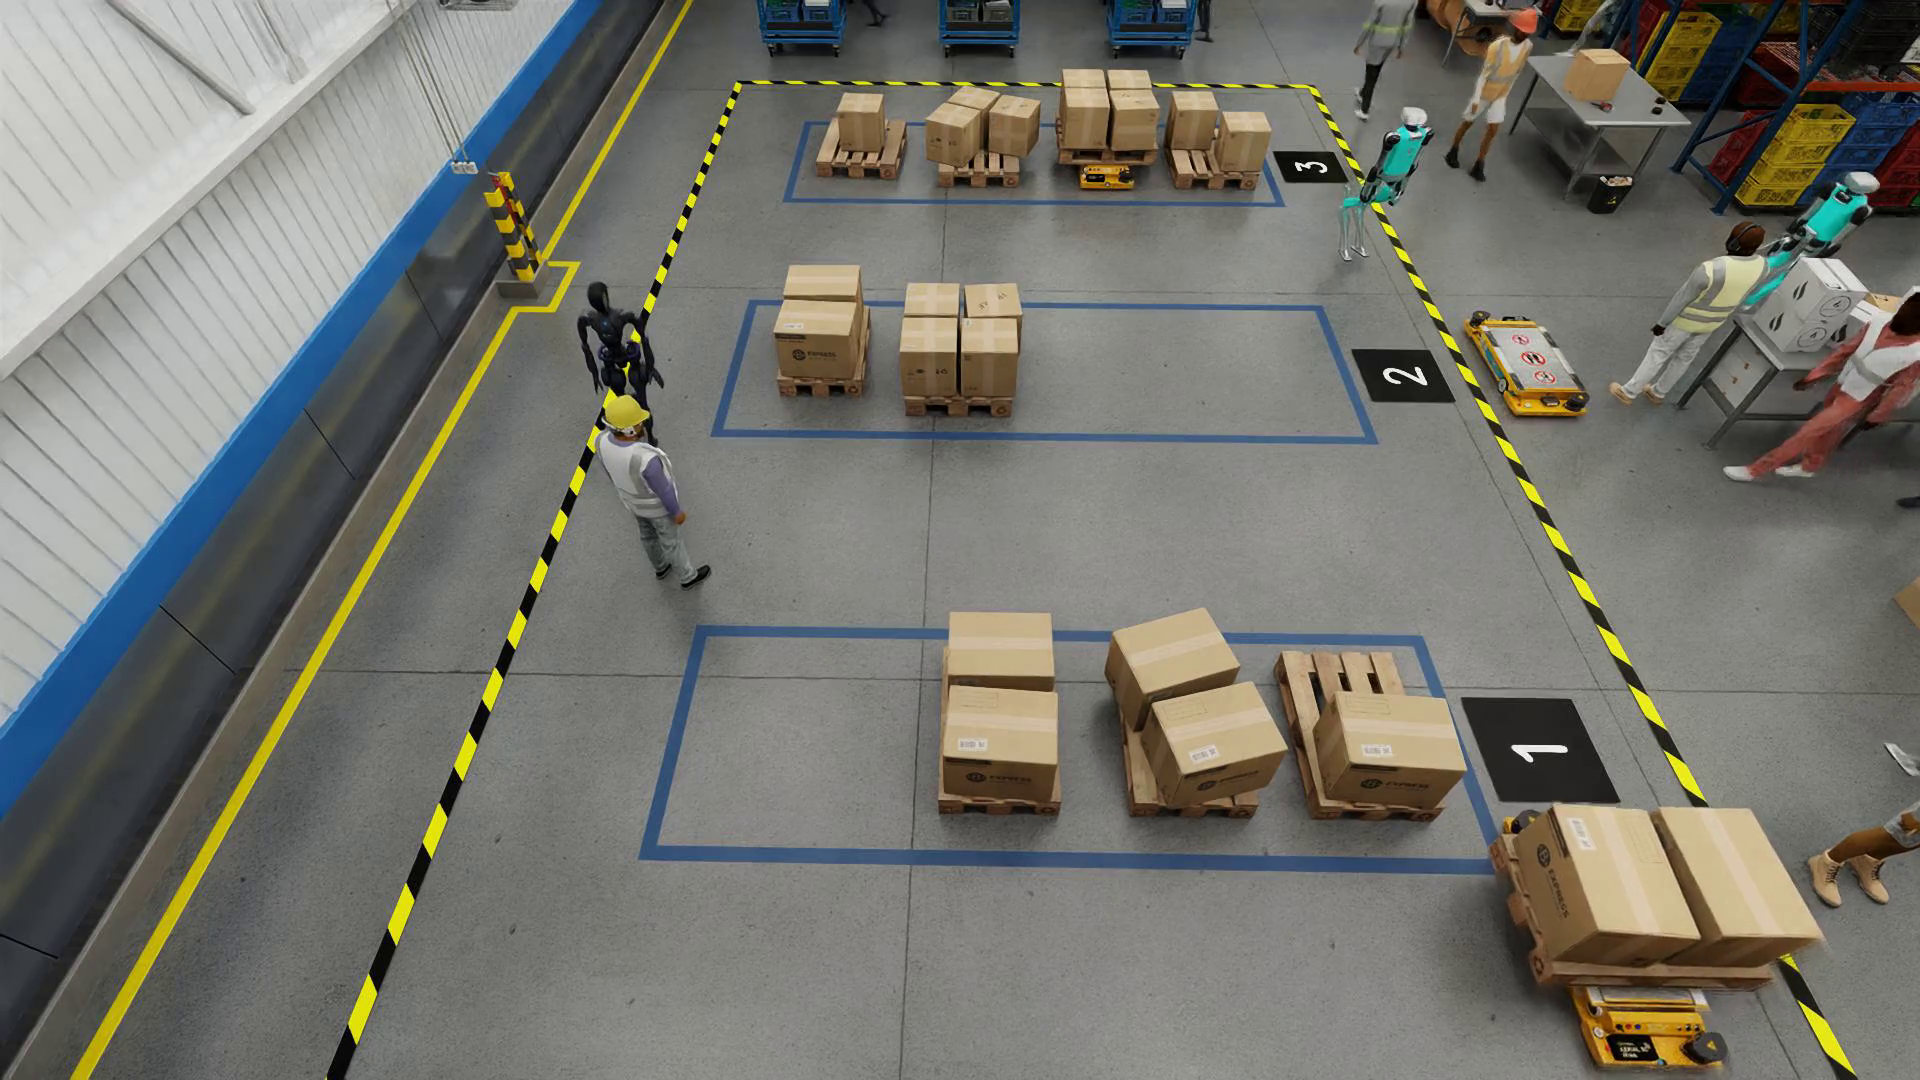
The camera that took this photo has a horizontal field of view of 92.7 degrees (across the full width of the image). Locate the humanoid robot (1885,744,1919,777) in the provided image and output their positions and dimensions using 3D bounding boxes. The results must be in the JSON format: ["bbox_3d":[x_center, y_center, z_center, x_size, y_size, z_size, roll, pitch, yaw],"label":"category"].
[{"bbox_3d":[6.587,1.214,5.519,0.556,1.772,0.964,-2,49,-1],"label":"humanoid robot"}]

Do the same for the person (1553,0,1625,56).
[{"bbox_3d":[9.415,-7.849,13.287,0.854,1.836,0.548,4,49,3],"label":"person"}]

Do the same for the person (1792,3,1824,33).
[{"bbox_3d":[13.351,-8.489,13.930,0.498,1.701,0.855,-2,49,-2],"label":"person"}]

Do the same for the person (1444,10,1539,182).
[{"bbox_3d":[6.462,-5.340,11.076,0.565,1.904,0.877,-2,49,-1],"label":"person"}]

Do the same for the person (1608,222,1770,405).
[{"bbox_3d":[6.551,-1.978,8.213,0.622,1.837,0.429,-3,49,-3],"label":"person"}]

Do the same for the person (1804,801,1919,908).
[{"bbox_3d":[5.601,1.509,5.056,0.613,2.040,0.372,-2,49,-2],"label":"person"}]

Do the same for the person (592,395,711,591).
[{"bbox_3d":[-2.280,-0.318,6.780,0.586,1.823,0.404,25,53,20],"label":"person"}]

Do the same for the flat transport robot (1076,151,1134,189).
[{"bbox_3d":[1.845,-4.982,11.827,0.652,0.197,1.431,1,49,1],"label":"flat transport robot"}]

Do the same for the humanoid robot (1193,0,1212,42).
[{"bbox_3d":[3.813,-8.537,13.996,0.478,1.645,0.587,22,53,18],"label":"humanoid robot"}]

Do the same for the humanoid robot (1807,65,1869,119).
[{"bbox_3d":[10.992,-5.703,11.537,0.422,1.639,0.612,7,50,6],"label":"humanoid robot"}]

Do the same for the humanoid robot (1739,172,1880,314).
[{"bbox_3d":[7.955,-2.711,8.929,1.034,1.749,0.553,-4,49,-4],"label":"humanoid robot"}]

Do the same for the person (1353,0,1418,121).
[{"bbox_3d":[5.623,-6.695,12.304,0.611,1.817,0.917,-3,49,-2],"label":"person"}]

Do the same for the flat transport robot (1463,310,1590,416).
[{"bbox_3d":[5.573,-1.757,9.054,0.659,0.231,1.431,1,49,1],"label":"flat transport robot"}]

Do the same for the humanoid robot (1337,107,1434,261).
[{"bbox_3d":[4.431,-3.844,9.804,0.533,1.673,0.735,-13,50,-11],"label":"humanoid robot"}]

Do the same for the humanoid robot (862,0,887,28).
[{"bbox_3d":[-1.377,-8.947,14.352,0.505,1.626,0.632,10,50,9],"label":"humanoid robot"}]

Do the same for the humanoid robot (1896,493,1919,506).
[{"bbox_3d":[8.338,-0.773,7.272,0.448,1.645,0.609,-11,50,-9],"label":"humanoid robot"}]

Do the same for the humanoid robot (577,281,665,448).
[{"bbox_3d":[-2.902,-1.536,7.946,0.601,1.638,0.689,-7,50,-6],"label":"humanoid robot"}]

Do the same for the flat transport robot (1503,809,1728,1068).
[{"bbox_3d":[3.879,2.333,5.495,0.652,0.197,1.431,1,49,1],"label":"flat transport robot"}]

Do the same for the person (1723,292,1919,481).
[{"bbox_3d":[7.180,-1.204,7.512,0.927,1.872,0.582,5,49,5],"label":"person"}]
